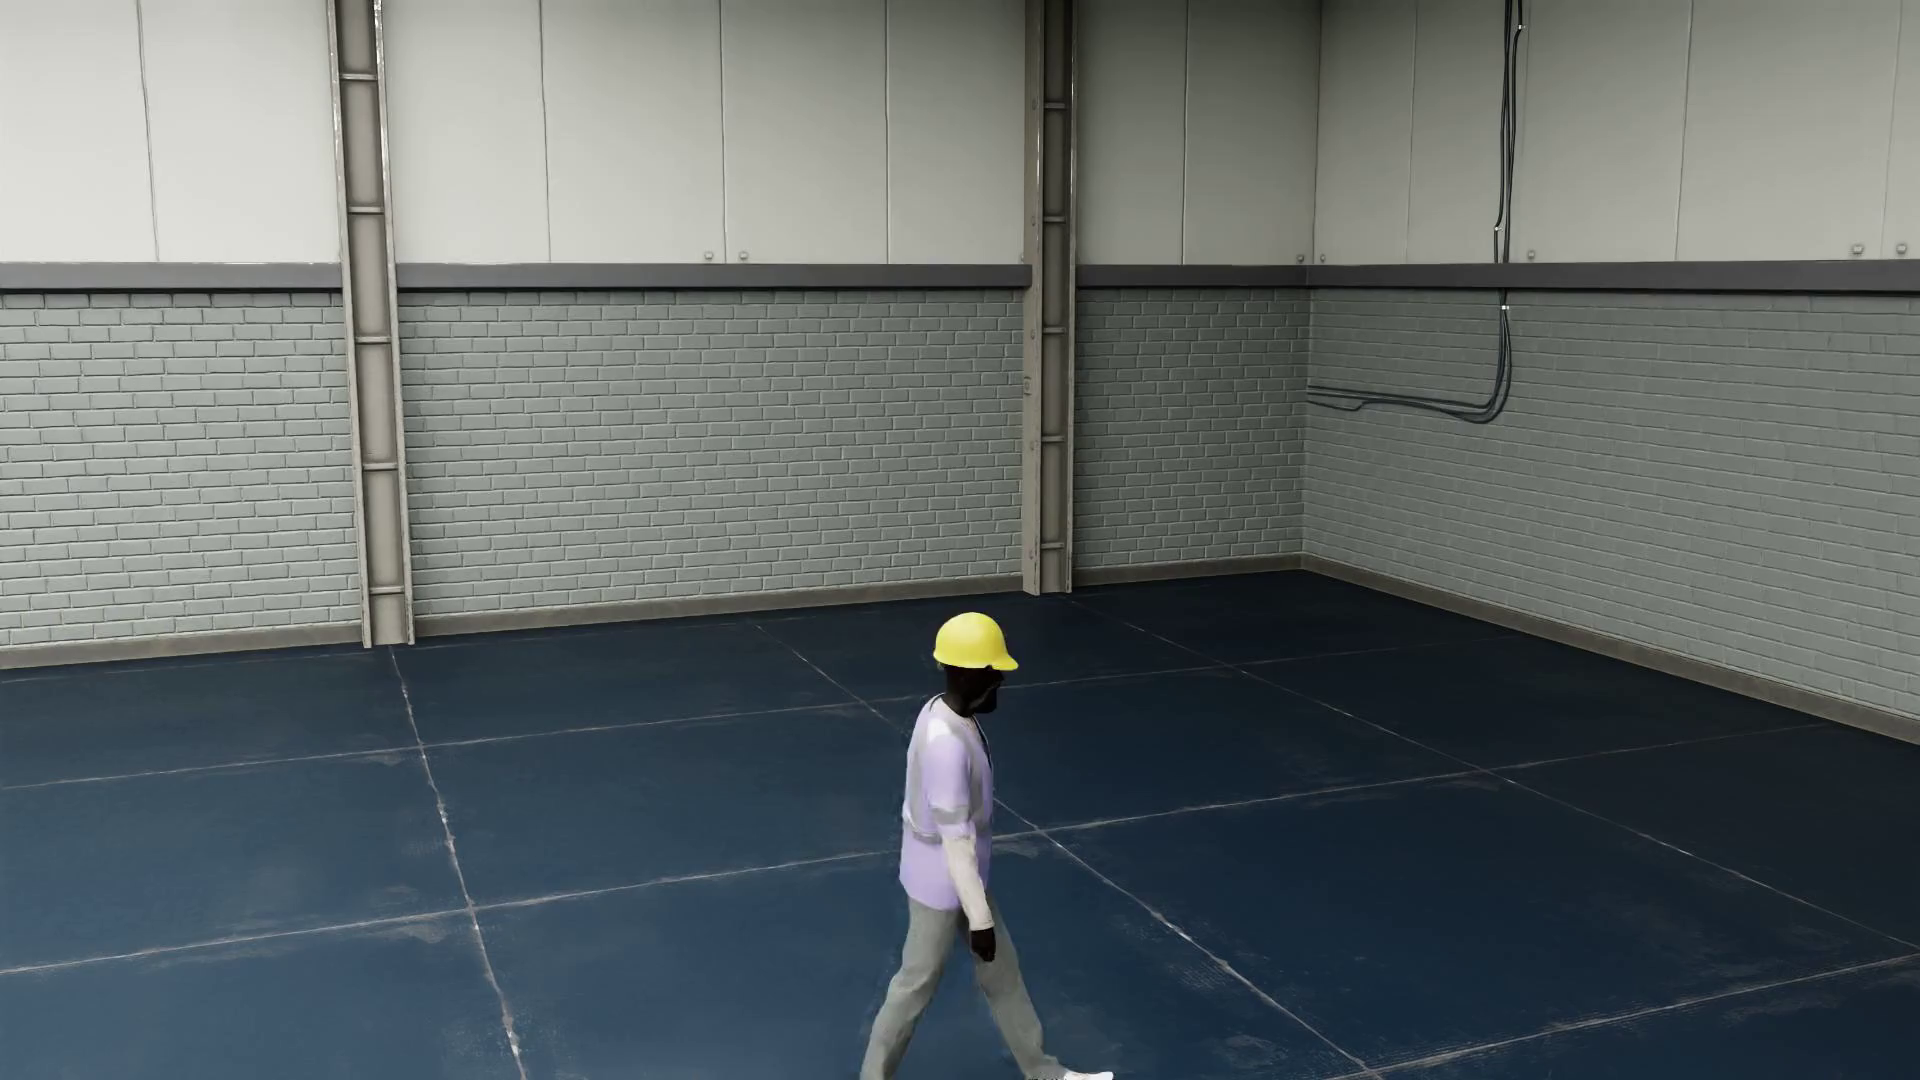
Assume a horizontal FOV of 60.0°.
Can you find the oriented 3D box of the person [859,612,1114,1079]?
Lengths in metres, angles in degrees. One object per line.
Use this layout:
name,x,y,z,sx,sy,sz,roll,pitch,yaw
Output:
person,0.050,1.180,5.829,0.980,1.872,0.617,1,9,5
